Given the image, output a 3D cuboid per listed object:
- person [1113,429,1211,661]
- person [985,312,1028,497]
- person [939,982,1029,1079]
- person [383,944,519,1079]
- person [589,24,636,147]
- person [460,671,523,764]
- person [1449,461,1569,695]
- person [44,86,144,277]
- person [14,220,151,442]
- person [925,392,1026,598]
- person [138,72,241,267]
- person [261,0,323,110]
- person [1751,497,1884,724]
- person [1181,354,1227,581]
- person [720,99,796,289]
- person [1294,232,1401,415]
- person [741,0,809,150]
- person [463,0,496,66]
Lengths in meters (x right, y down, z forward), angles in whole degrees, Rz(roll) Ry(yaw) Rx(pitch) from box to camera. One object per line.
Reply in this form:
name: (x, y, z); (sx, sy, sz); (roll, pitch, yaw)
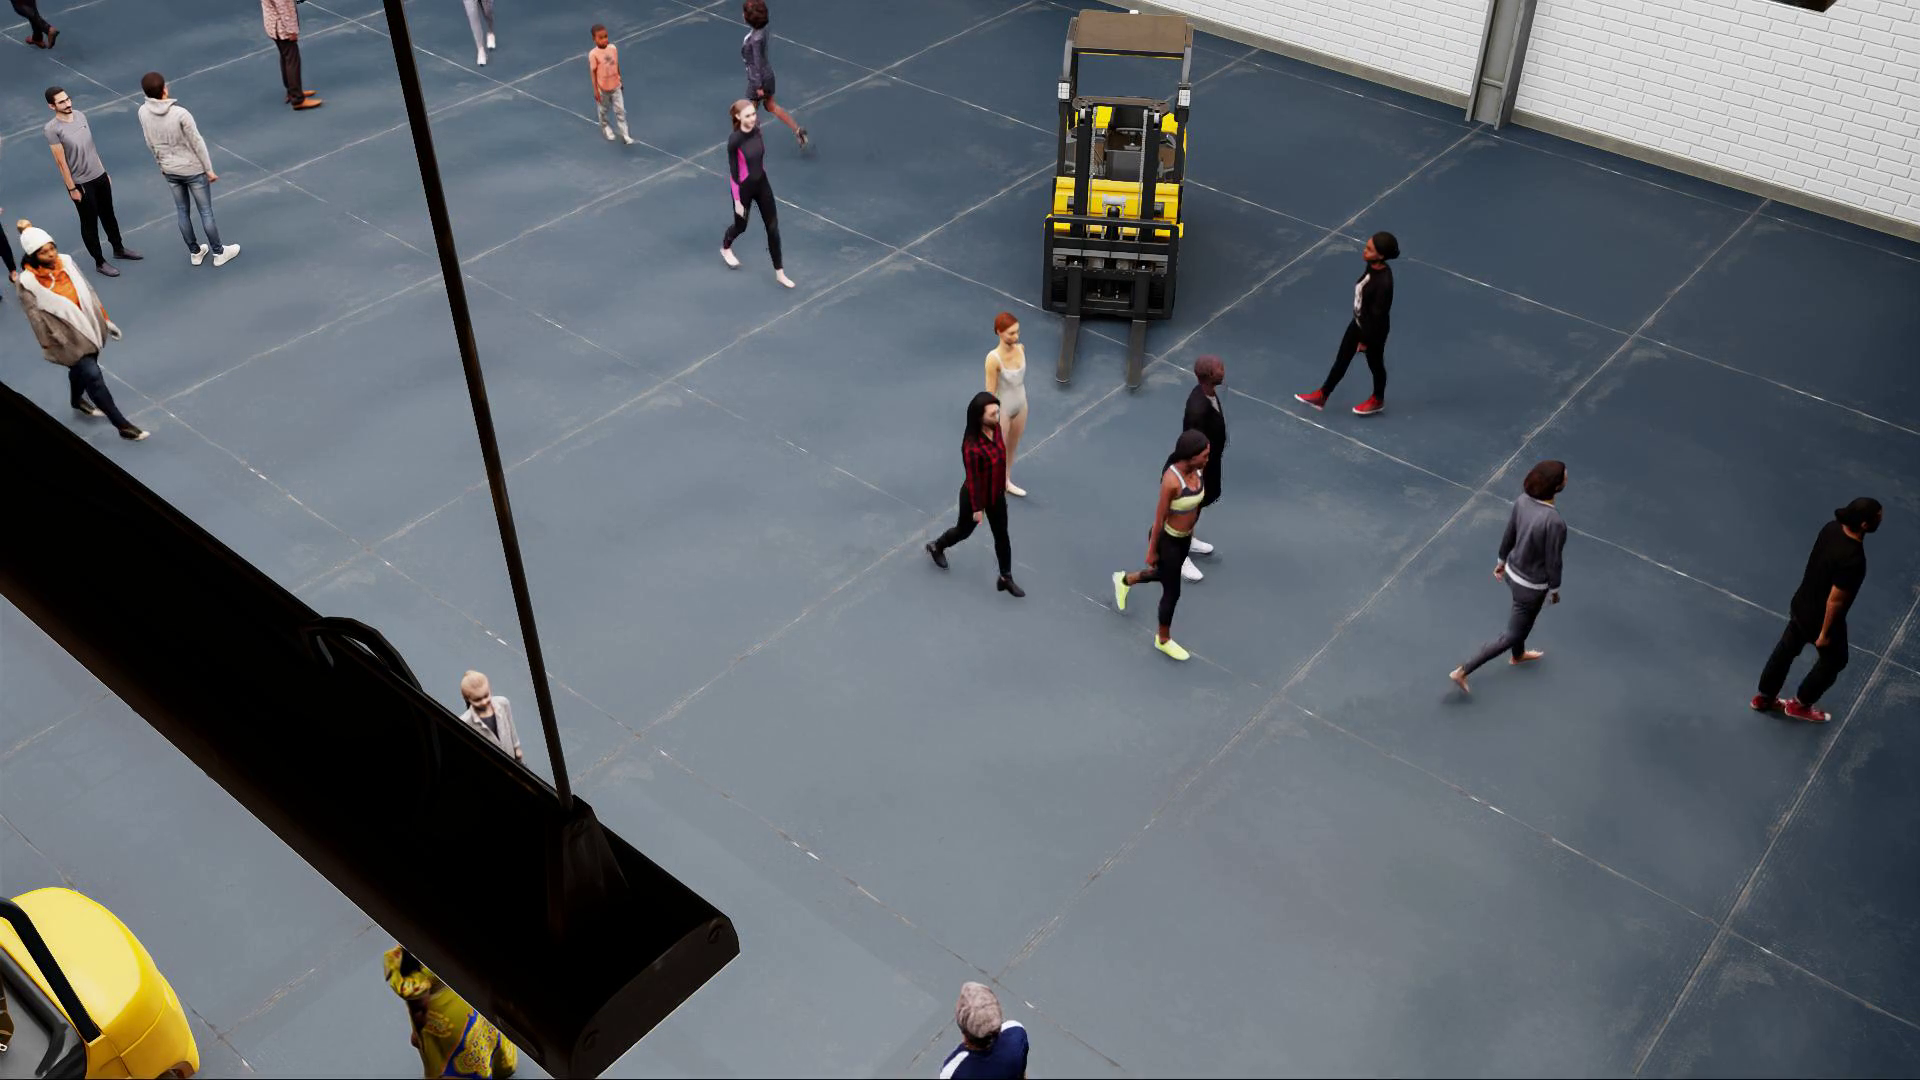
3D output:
person: (1.348, -0.040, 11.111); (0.642, 1.726, 0.990); (-29, 47, -31)
person: (0.332, -0.966, 12.338); (0.456, 1.643, 0.548); (28, 46, 30)
person: (0.138, 2.723, 7.593); (0.739, 1.800, 1.195); (-30, 47, -32)
person: (-2.553, 2.298, 8.236); (0.978, 1.660, 0.987); (8, 39, 10)
person: (-3.715, -4.780, 17.397); (0.704, 1.288, 0.963); (-22, 43, -25)
person: (-2.759, 1.273, 9.828); (0.522, 1.275, 0.538); (-31, 48, -33)
person: (3.583, 0.274, 10.708); (1.036, 1.739, 1.099); (-11, 40, -14)
person: (-7.978, -3.302, 15.173); (0.684, 1.755, 0.699); (10, 40, 12)
person: (-7.026, -1.660, 13.041); (1.255, 1.850, 0.978); (12, 40, 14)
person: (0.069, -0.330, 11.559); (1.093, 1.621, 0.714); (21, 43, 24)
person: (-7.115, -3.390, 15.203); (0.712, 1.854, 0.814); (3, 39, 4)
person: (-7.350, -5.570, 17.975); (0.823, 1.801, 0.644); (-23, 44, -26)
person: (5.336, 0.450, 10.479); (0.871, 1.750, 0.815); (1, 39, 1)
person: (1.668, -0.524, 11.693); (0.695, 1.756, 0.746); (19, 43, 23)
person: (-1.946, -3.151, 15.019); (0.631, 1.711, 1.127); (-30, 48, -32)
person: (3.340, -1.695, 13.248); (1.039, 1.646, 1.016); (-6, 39, -8)
person: (-1.949, -4.680, 16.957); (1.066, 1.681, 0.897); (6, 39, 7)
person: (-5.561, -6.382, 19.161); (0.902, 1.591, 1.006); (-7, 39, -8)
